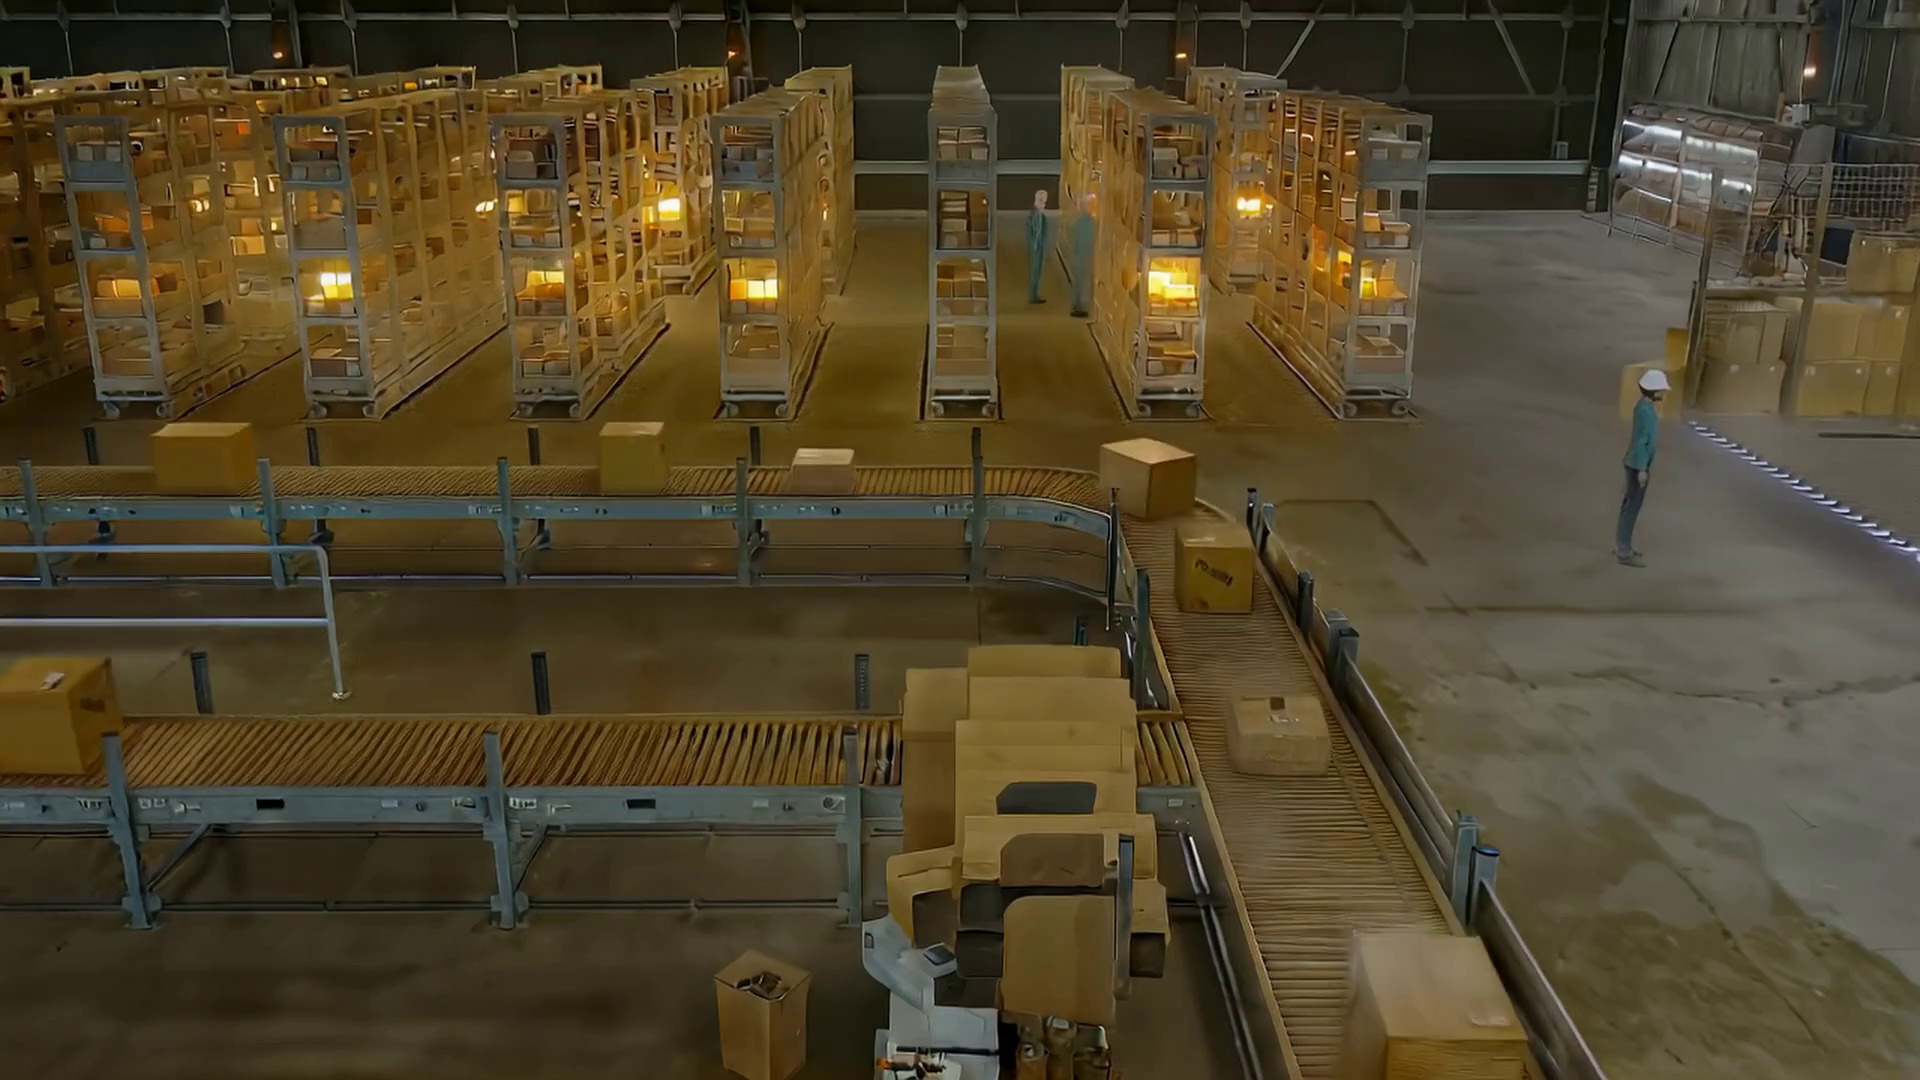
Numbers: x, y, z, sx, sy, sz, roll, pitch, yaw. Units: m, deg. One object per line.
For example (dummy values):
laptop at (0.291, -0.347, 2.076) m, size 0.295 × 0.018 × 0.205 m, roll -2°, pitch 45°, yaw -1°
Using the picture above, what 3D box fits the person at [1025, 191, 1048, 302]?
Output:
person at (1.276, -4.899, 27.758) m, size 0.376 × 1.836 × 0.563 m, roll 2°, pitch 18°, yaw 7°

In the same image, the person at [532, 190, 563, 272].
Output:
person at (-6.550, -4.665, 26.782) m, size 0.693 × 1.999 × 0.711 m, roll -12°, pitch 21°, yaw -32°

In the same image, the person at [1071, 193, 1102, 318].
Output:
person at (2.119, -4.463, 26.208) m, size 0.785 × 1.958 × 0.606 m, roll 3°, pitch 18°, yaw 9°

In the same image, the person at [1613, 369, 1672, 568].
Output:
person at (6.060, -0.647, 14.773) m, size 0.311 × 1.768 × 0.531 m, roll 5°, pitch 19°, yaw 16°
